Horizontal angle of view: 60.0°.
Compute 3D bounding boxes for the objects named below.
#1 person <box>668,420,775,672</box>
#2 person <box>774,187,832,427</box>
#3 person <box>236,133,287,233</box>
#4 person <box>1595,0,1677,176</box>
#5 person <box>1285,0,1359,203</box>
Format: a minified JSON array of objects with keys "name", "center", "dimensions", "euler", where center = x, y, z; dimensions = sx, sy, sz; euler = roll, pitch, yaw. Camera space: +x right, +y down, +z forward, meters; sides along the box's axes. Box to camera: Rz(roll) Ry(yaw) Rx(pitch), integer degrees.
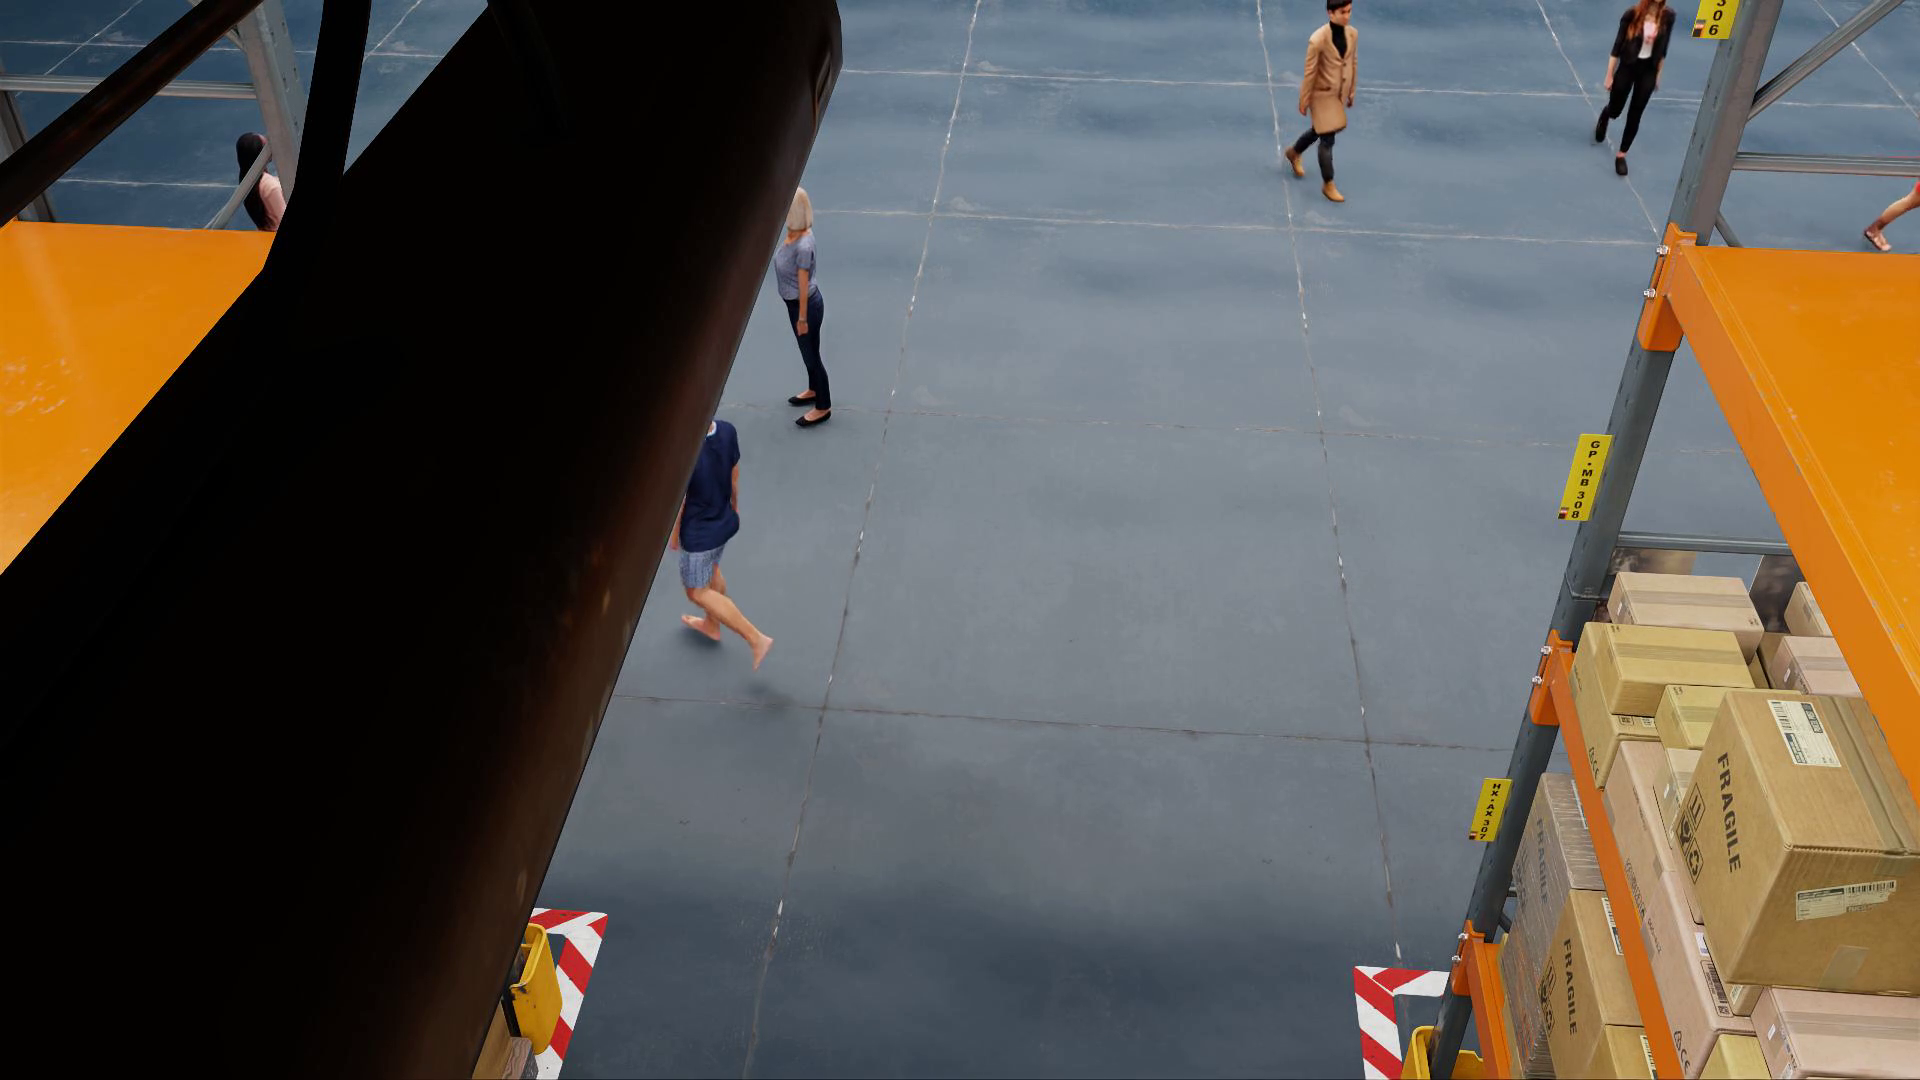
[{"name":"person","center":[-1.331,-0.048,9.077],"dimensions":[0.967,1.827,1.038],"euler":[22,43,26]},{"name":"person","center":[-1.037,-1.579,11.121],"dimensions":[0.684,1.719,0.556],"euler":[-9,39,-11]},{"name":"person","center":[-4.787,-2.056,11.728],"dimensions":[0.700,1.722,0.738],"euler":[31,47,33]},{"name":"person","center":[5.788,-4.043,14.290],"dimensions":[0.624,1.695,0.922],"euler":[4,38,5]},{"name":"person","center":[3.036,-3.760,13.923],"dimensions":[1.041,1.702,1.191],"euler":[-20,42,-24]}]
